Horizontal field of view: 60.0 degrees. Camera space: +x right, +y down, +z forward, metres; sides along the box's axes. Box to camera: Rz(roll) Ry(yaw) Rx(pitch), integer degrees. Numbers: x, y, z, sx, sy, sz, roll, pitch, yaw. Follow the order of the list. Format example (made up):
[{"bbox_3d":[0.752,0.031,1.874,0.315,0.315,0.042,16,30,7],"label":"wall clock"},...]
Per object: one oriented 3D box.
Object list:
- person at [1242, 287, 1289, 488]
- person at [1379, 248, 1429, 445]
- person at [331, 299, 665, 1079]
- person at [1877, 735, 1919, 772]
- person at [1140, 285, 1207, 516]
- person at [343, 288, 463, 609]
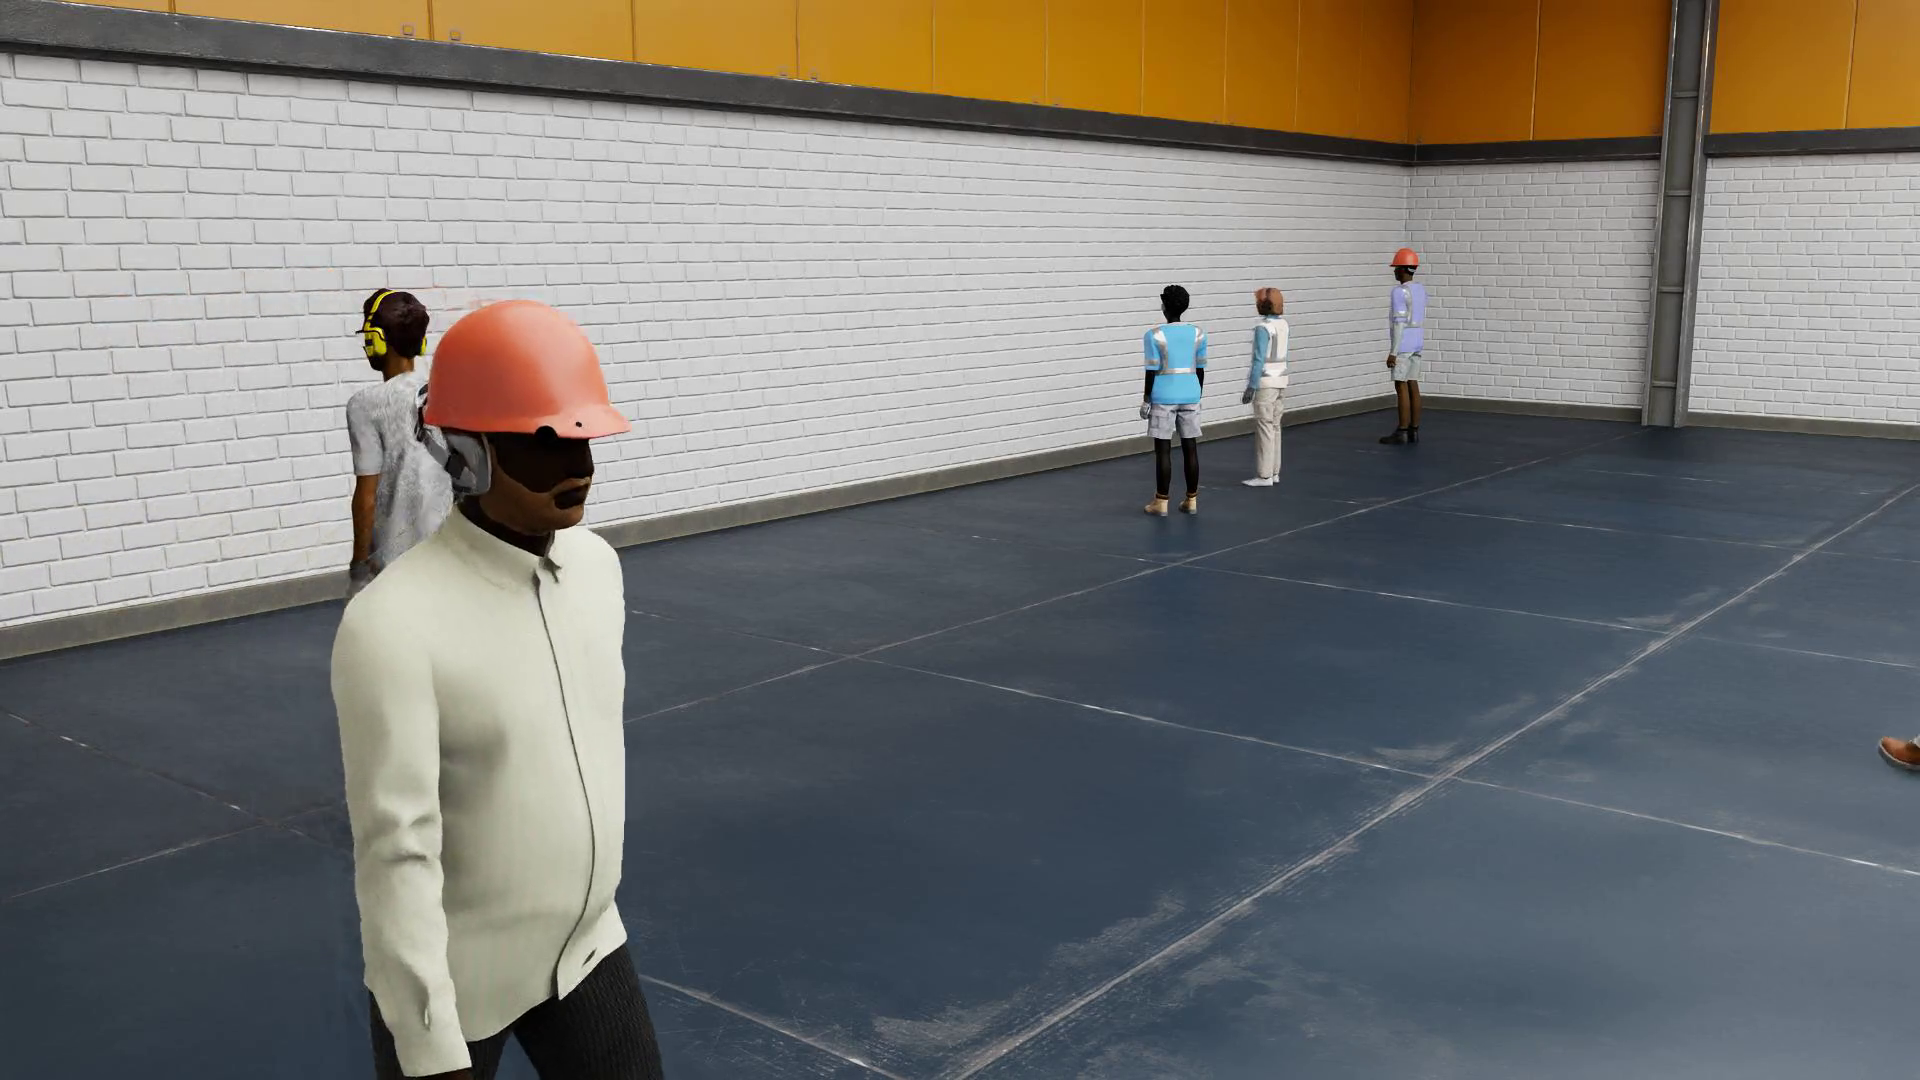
[{"bbox_3d":[2.529,-1.245,13.650,0.325,1.637,0.548,7,12,32],"label":"person"},{"bbox_3d":[4.395,-1.910,16.494,0.374,1.939,0.545,10,14,43],"label":"person"},{"bbox_3d":[-0.644,0.620,2.484,1.045,1.933,0.639,5,11,27],"label":"person"},{"bbox_3d":[3.919,0.032,5.901,0.652,1.888,1.040,-6,12,-28],"label":"person"},{"bbox_3d":[1.569,-1.022,12.242,0.531,1.698,0.320,-4,11,-22],"label":"person"},{"bbox_3d":[-1.877,0.090,5.644,0.340,1.867,0.518,5,11,25],"label":"person"}]
